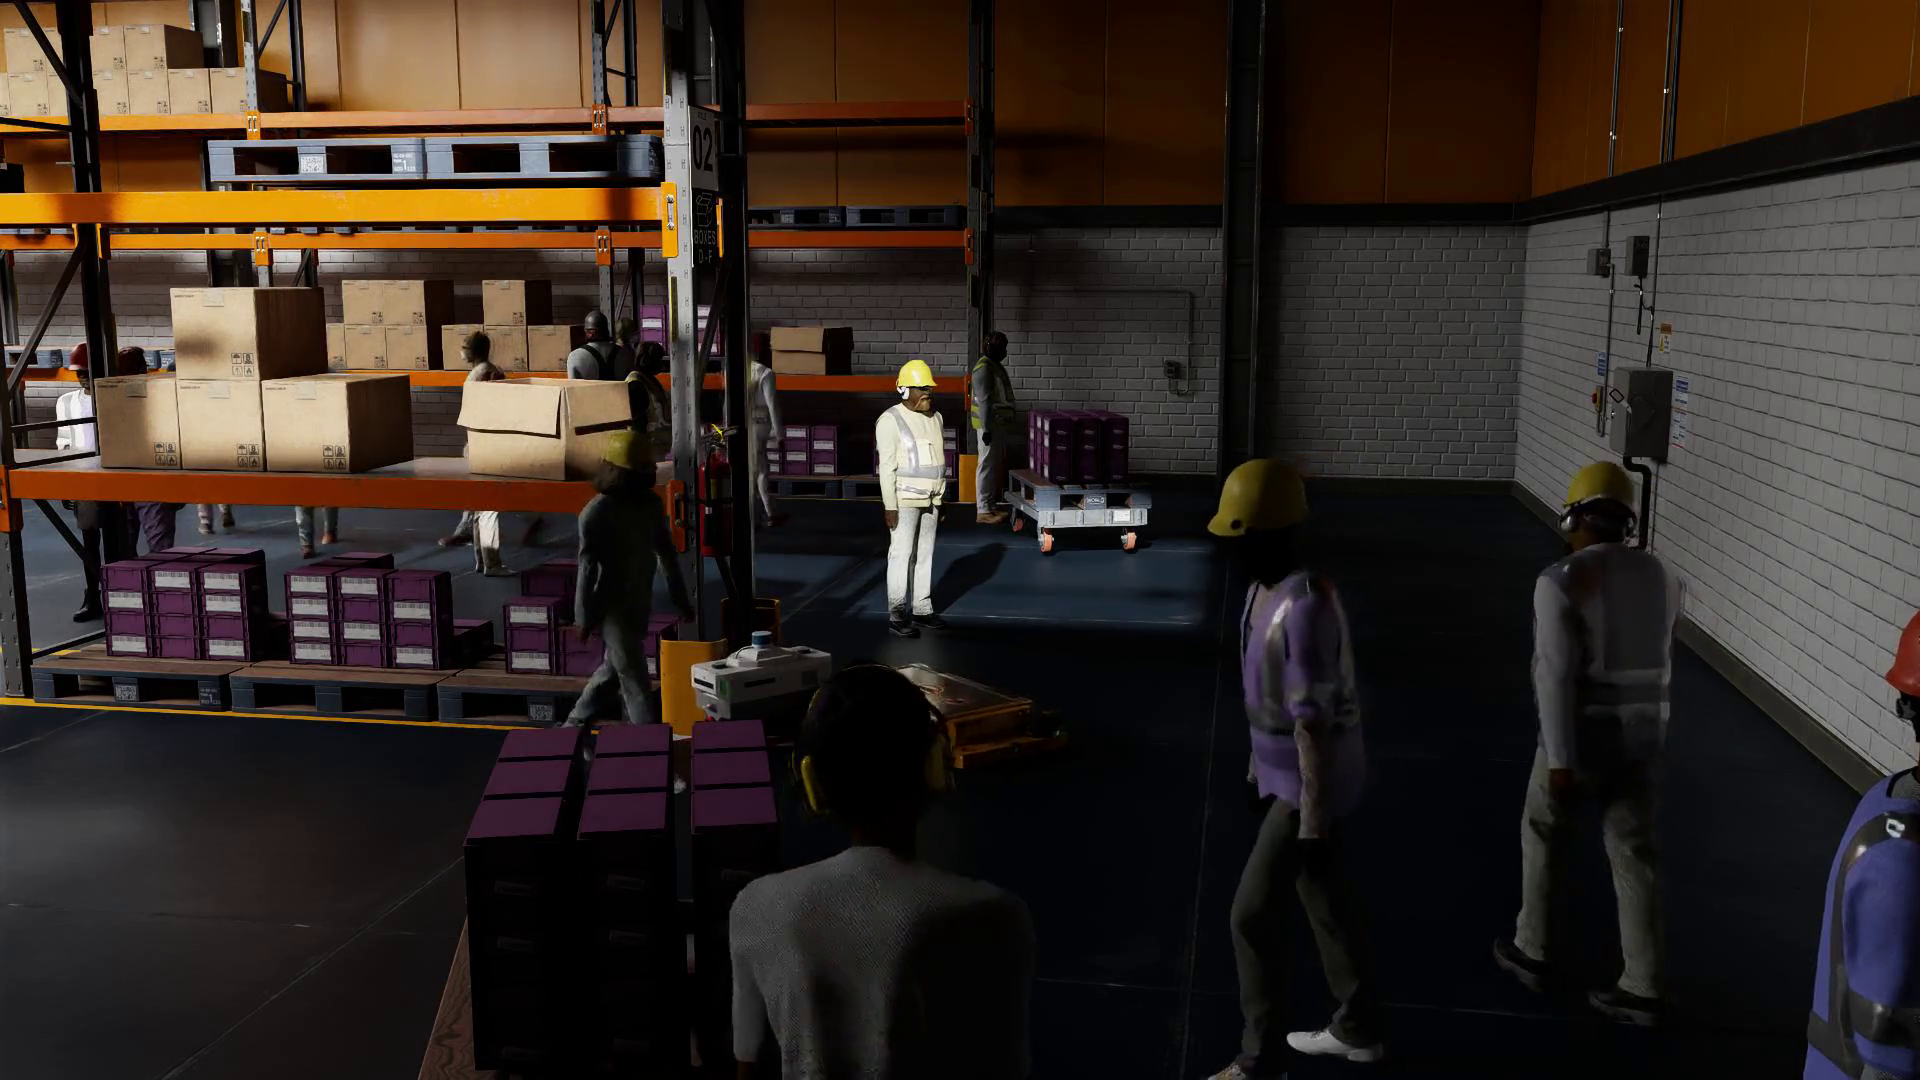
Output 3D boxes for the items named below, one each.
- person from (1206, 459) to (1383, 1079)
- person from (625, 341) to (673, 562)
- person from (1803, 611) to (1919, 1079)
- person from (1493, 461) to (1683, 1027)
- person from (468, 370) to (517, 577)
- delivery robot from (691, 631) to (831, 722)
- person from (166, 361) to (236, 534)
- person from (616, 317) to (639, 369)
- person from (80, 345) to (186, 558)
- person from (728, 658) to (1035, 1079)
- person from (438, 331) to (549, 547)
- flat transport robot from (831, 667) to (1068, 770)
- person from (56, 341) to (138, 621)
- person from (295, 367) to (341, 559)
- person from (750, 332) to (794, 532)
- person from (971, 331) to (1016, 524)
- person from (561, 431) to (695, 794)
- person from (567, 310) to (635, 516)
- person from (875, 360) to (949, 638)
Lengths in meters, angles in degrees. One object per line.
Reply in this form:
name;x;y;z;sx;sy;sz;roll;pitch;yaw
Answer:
person;0.978;0.701;4.824;0.654;1.882;0.625;0;9;0
person;-2.588;-0.741;13.910;0.429;1.841;0.625;0;9;1
person;1.560;1.019;2.683;0.375;1.935;0.550;6;11;32
person;2.087;0.645;5.462;0.613;1.784;0.779;-3;10;-19
person;-3.741;-0.530;13.217;0.315;1.637;0.514;-5;10;-26
delivery robot;-1.020;0.713;8.565;0.707;0.478;0.477;-7;12;-39
person;-7.007;-1.050;15.427;0.627;1.971;0.613;-5;10;-29
person;-3.484;-1.349;17.389;0.360;1.936;0.650;2;9;12
person;-5.622;-0.372;11.406;0.640;1.910;0.401;0;9;1
person;-0.150;1.120;2.406;0.559;1.830;0.712;4;10;22
person;-4.098;-0.873;14.533;0.916;1.909;0.637;-1;9;-8
flat transport robot;-0.146;0.887;8.657;0.652;0.197;1.431;-7;11;-36
person;-5.921;-0.397;11.469;0.550;1.935;0.376;-1;9;-9
person;-5.577;-0.833;14.341;0.615;1.894;1.011;-3;10;-16
person;-1.795;-1.004;15.479;0.871;1.851;0.615;-8;12;-41
person;0.327;-1.087;16.050;0.429;1.839;0.634;2;9;12
person;-1.628;0.305;7.864;0.867;1.689;0.566;6;11;32
person;-3.563;-1.240;16.379;0.684;2.000;0.535;-6;11;-33
person;-0.293;-0.280;11.065;0.404;1.832;0.600;7;12;37
